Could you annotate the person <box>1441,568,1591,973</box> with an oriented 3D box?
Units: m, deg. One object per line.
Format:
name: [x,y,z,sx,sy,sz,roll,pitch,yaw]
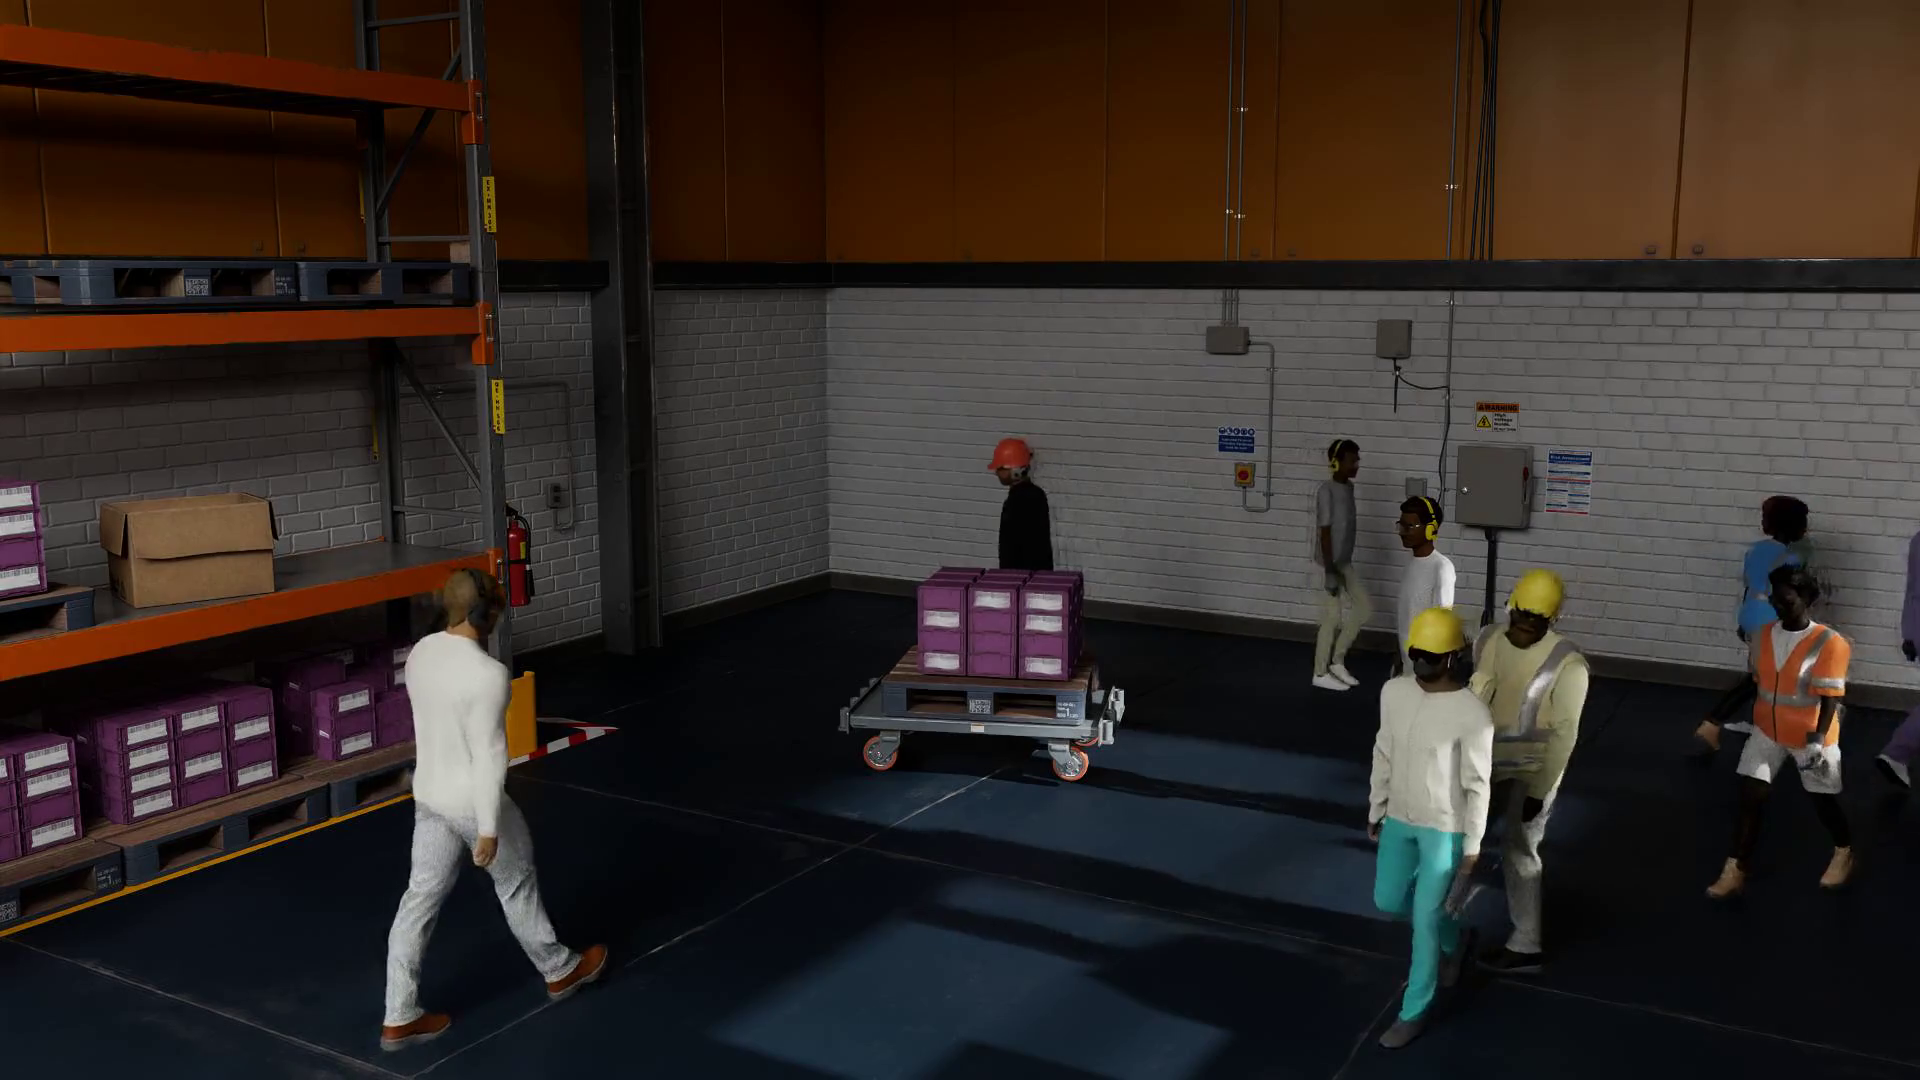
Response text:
person: [2.397,0.991,7.250,0.403,1.800,0.655,-5,10,-29]

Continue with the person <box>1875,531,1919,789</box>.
person: [5.631,0.582,9.442,0.431,1.895,0.654,0,9,-2]

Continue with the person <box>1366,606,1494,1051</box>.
person: [1.888,1.103,6.602,0.641,1.745,0.534,-7,11,-36]

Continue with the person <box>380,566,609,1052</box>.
person: [-1.929,1.032,6.660,0.649,1.886,1.018,7,12,38]

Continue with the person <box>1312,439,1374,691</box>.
person: [2.780,0.188,12.051,0.472,1.845,0.553,7,11,36]

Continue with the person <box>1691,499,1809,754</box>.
person: [5.002,0.550,10.417,0.816,1.659,0.552,0,9,-2]

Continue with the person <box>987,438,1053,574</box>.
person: [0.465,0.273,11.265,1.047,1.938,0.634,3,10,19]

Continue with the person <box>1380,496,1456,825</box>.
person: [2.468,0.683,8.935,0.319,1.862,0.519,-1,9,-7]

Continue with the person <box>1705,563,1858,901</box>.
person: [4.082,0.921,8.083,0.881,1.652,0.528,-5,10,-28]

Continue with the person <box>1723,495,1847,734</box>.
person: [5.361,0.512,10.753,0.519,1.607,0.668,-7,11,-37]
